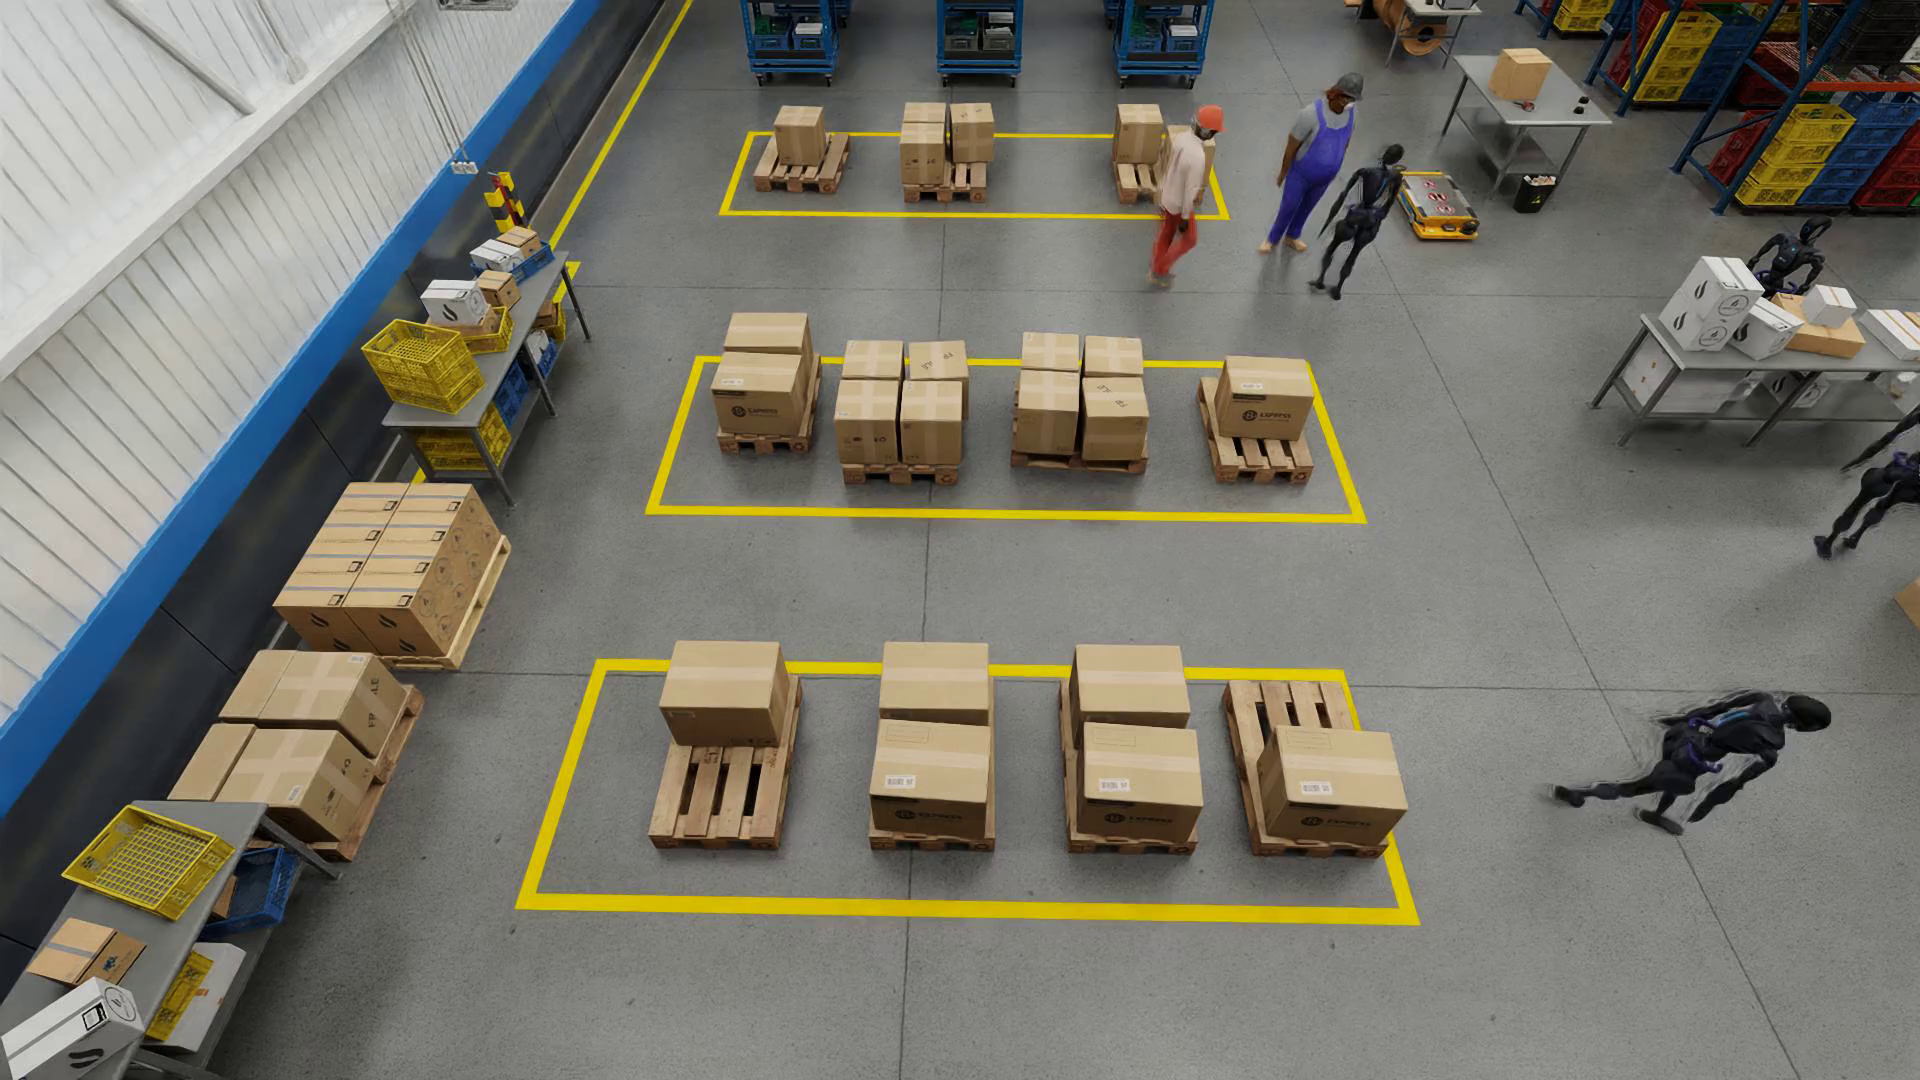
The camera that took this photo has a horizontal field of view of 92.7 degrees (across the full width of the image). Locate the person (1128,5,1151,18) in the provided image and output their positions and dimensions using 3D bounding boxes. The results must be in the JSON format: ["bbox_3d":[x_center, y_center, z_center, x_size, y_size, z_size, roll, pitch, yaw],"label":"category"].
[{"bbox_3d":[2.671,-8.005,13.476,0.323,1.760,0.522,-14,51,-12],"label":"person"}]

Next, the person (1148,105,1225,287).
[{"bbox_3d":[2.315,-3.479,9.422,0.472,1.962,0.645,-5,49,-4],"label":"person"}]

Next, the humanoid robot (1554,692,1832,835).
[{"bbox_3d":[4.358,1.285,5.534,0.777,1.615,0.634,23,53,19],"label":"humanoid robot"}]

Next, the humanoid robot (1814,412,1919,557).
[{"bbox_3d":[7.249,-0.509,7.045,0.620,1.648,0.444,22,53,18],"label":"humanoid robot"}]

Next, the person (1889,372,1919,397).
[{"bbox_3d":[9.408,-2.239,8.443,0.996,1.826,0.623,-33,57,-25],"label":"person"}]

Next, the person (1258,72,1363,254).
[{"bbox_3d":[3.797,-3.988,9.815,0.740,2.000,0.537,-13,50,-11],"label":"person"}]

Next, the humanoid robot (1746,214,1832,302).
[{"bbox_3d":[7.464,-2.258,8.547,0.327,1.657,0.589,-19,52,-16],"label":"humanoid robot"}]

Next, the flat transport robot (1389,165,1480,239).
[{"bbox_3d":[5.692,-4.094,11.059,0.652,0.197,1.431,1,49,1],"label":"flat transport robot"}]

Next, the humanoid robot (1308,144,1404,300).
[{"bbox_3d":[4.083,-3.299,9.470,0.660,1.626,0.431,5,49,5],"label":"humanoid robot"}]
